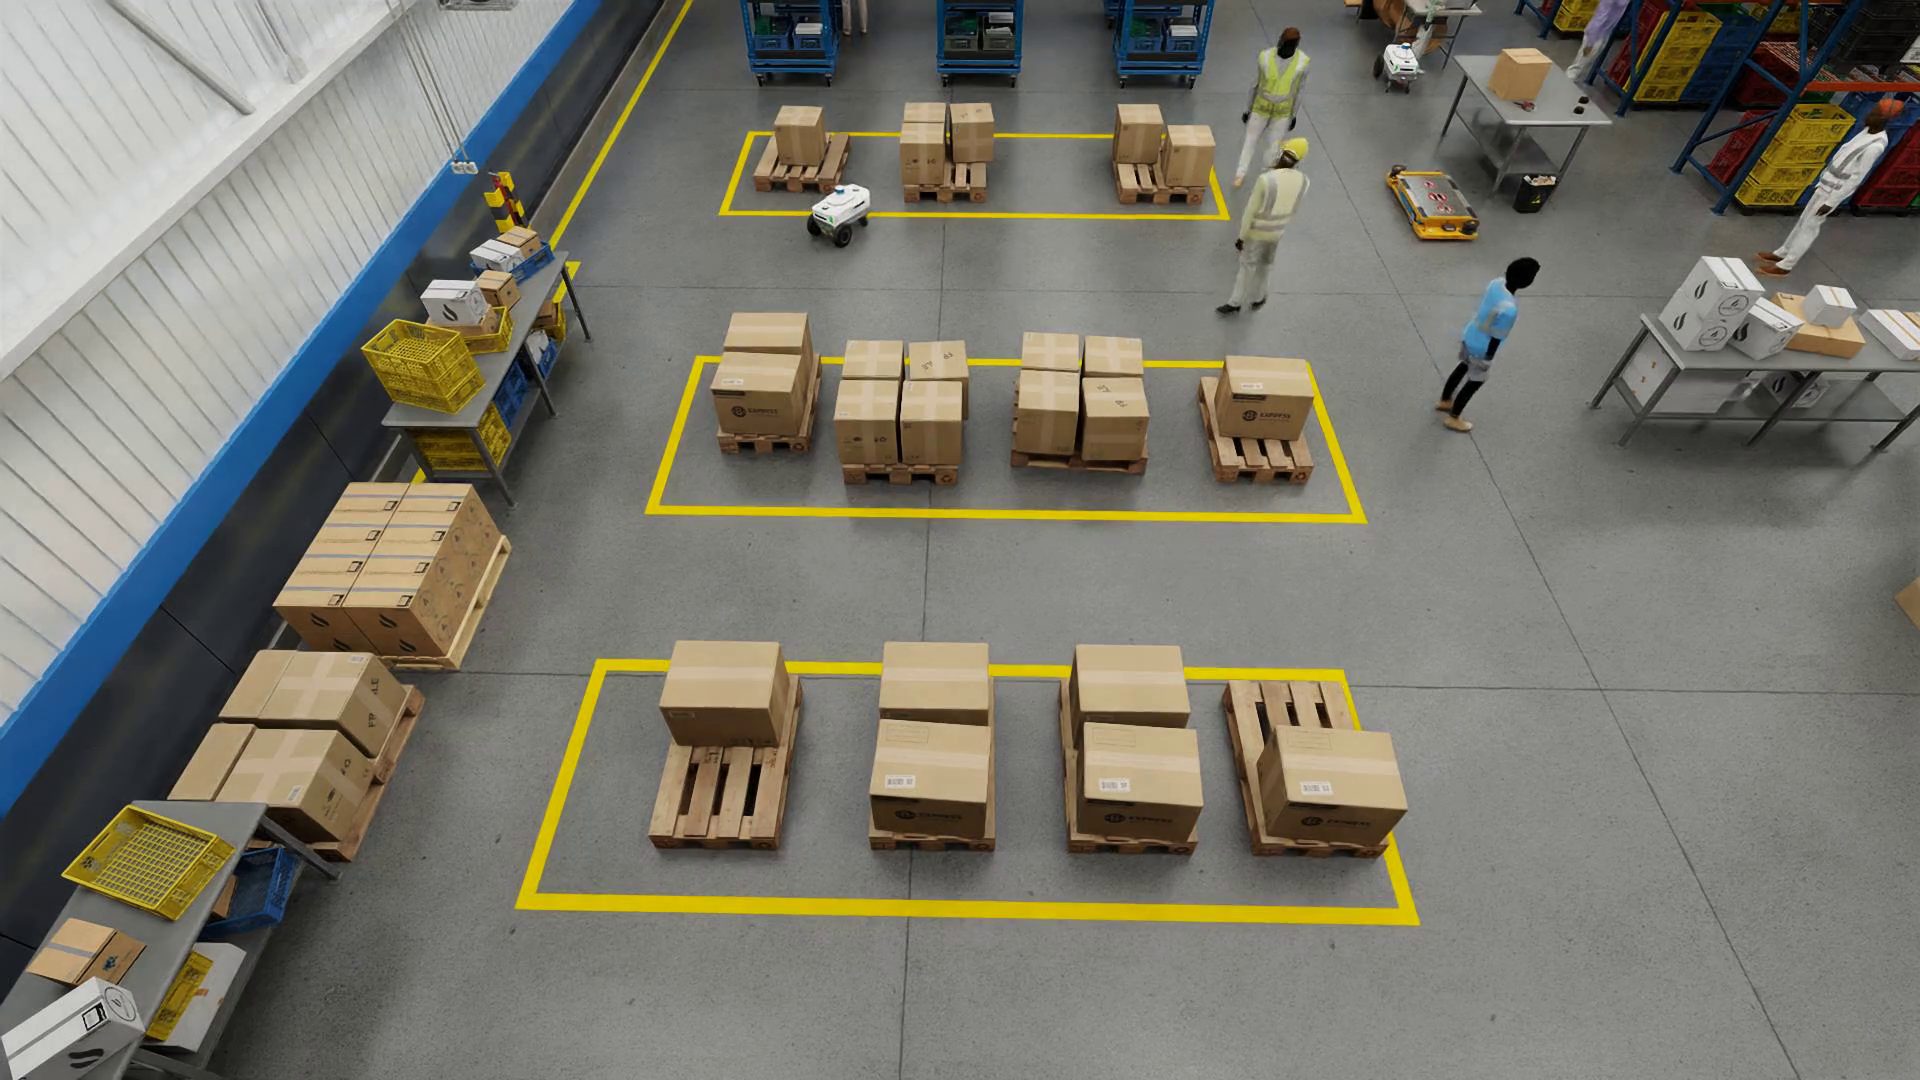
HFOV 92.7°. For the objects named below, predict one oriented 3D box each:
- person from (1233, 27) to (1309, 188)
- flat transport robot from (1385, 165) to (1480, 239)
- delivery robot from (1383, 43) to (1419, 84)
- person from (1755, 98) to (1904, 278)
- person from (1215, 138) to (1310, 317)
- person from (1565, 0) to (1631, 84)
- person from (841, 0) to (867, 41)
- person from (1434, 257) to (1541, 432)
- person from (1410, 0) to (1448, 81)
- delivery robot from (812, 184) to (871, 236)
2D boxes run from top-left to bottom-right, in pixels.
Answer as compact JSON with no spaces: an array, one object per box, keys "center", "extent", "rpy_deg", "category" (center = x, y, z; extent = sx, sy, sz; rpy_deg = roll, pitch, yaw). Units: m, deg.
[{"center":[3.693,-5.112,10.913],"extent":[0.658,1.837,0.449],"rpy_deg":[11,50,9],"category":"person"},{"center":[5.692,-4.094,11.059],"extent":[0.652,0.197,1.431],"rpy_deg":[1,49,1],"category":"flat transport robot"},{"center":[6.376,-6.918,13.257],"extent":[0.477,0.478,0.707],"rpy_deg":[4,49,3],"category":"delivery robot"},{"center":[9.148,-3.667,9.630],"extent":[0.337,1.882,0.584],"rpy_deg":[22,53,18],"category":"person"},{"center":[3.018,-3.104,9.215],"extent":[0.727,1.786,0.407],"rpy_deg":[-16,51,-13],"category":"person"},{"center":[8.508,-6.712,12.231],"extent":[0.635,1.936,0.352],"rpy_deg":[-37,58,-27],"category":"person"},{"center":[-1.647,-8.717,13.943],"extent":[0.625,1.980,0.411],"rpy_deg":[-19,52,-16],"category":"person"},{"center":[4.622,-1.730,8.079],"extent":[0.348,1.689,0.550],"rpy_deg":[6,49,5],"category":"person"},{"center":[6.757,-7.483,13.101],"extent":[0.322,1.631,0.523],"rpy_deg":[31,56,24],"category":"person"},{"center":[-1.364,-3.855,10.605],"extent":[0.477,0.478,0.707],"rpy_deg":[31,56,24],"category":"delivery robot"}]
